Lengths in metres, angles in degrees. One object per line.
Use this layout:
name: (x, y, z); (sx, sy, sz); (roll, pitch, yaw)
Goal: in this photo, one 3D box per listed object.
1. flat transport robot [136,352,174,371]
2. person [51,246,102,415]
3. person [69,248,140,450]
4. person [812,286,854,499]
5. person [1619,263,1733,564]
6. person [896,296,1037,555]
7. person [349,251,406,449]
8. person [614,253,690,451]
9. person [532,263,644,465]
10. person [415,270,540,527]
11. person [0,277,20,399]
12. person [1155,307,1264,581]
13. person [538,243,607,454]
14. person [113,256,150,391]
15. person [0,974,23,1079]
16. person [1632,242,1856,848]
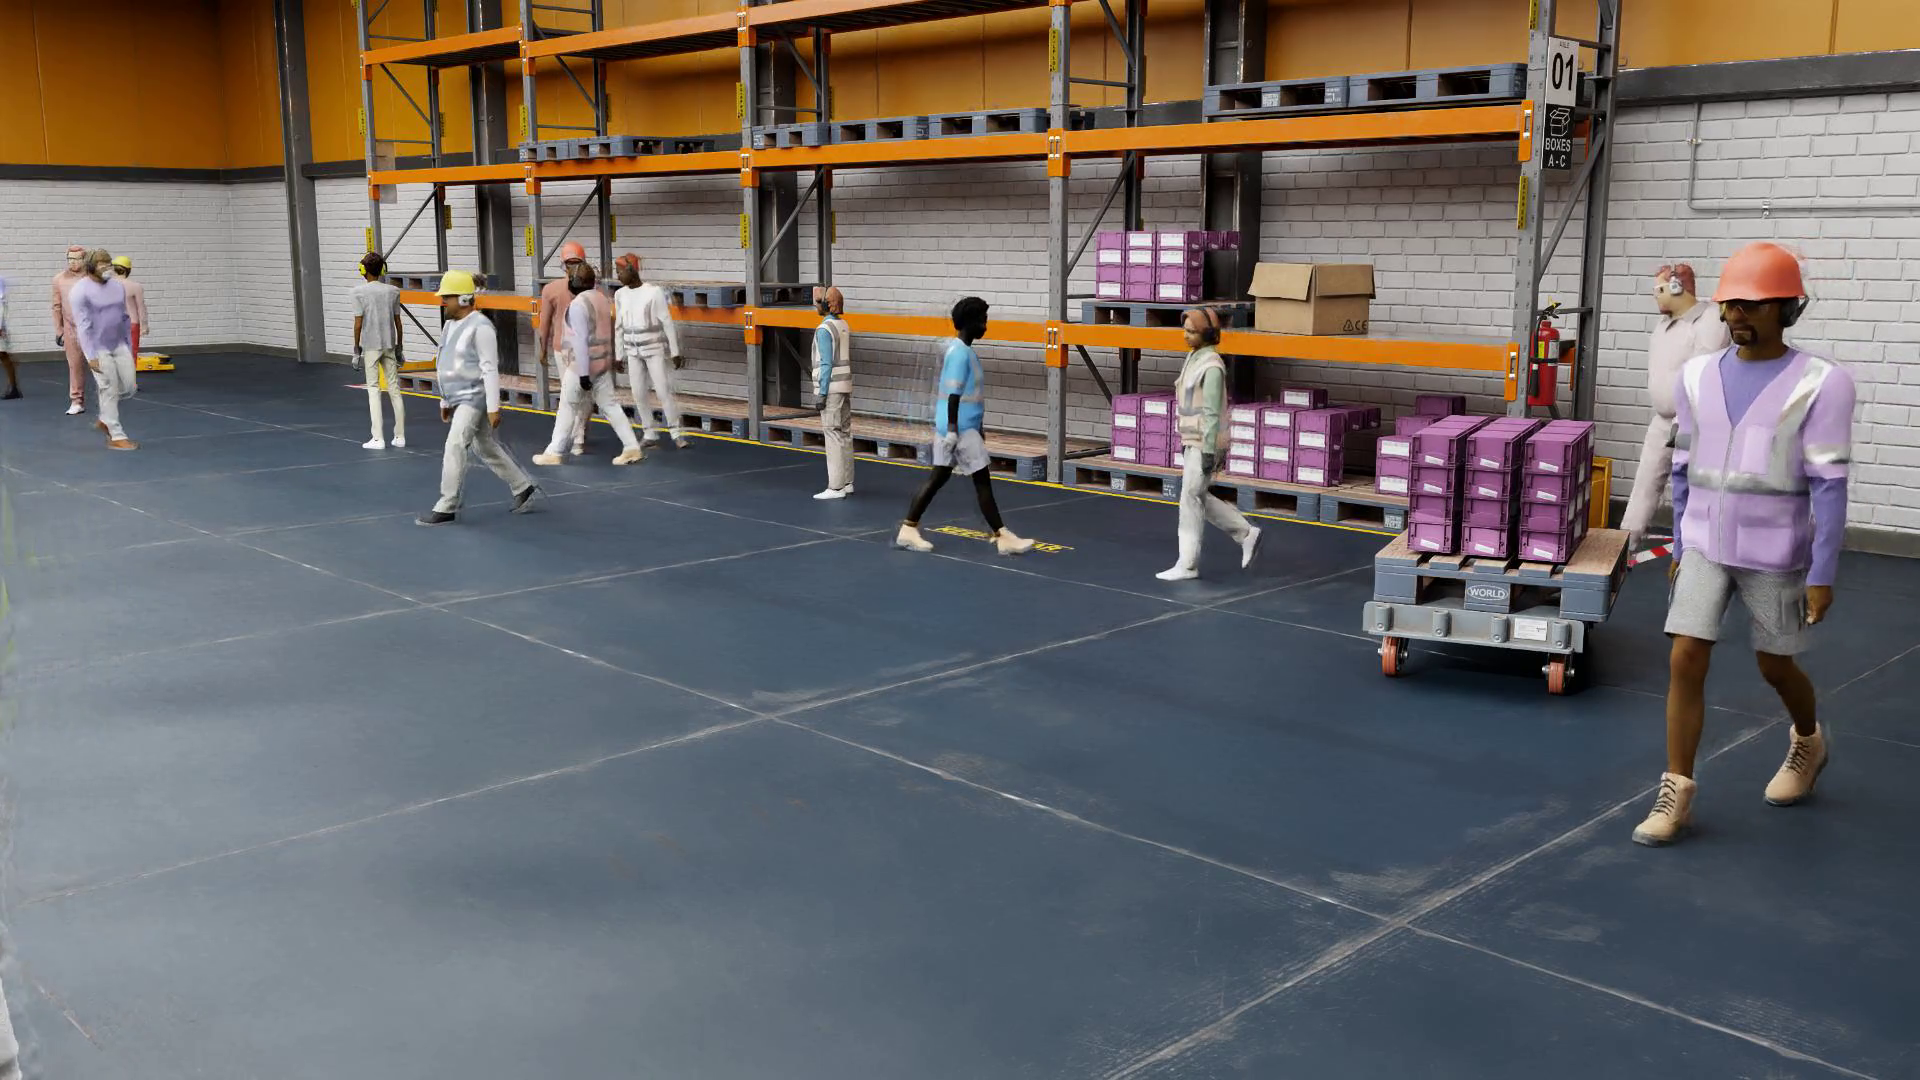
flat transport robot: (-12.372, -2.693, 25.060); (0.652, 0.197, 1.431); (-8, 13, -37)
person: (-9.905, -2.365, 18.814); (0.651, 1.904, 0.403); (-2, 11, -13)
person: (-8.035, -1.770, 15.586); (0.510, 1.908, 0.667); (4, 11, 19)
person: (-0.981, -1.129, 12.798); (0.311, 1.638, 0.522); (3, 11, 14)
person: (4.213, -0.691, 9.816); (0.955, 1.842, 0.663); (-3, 11, -15)
person: (0.004, -0.719, 10.549); (0.911, 1.639, 0.536); (0, 10, 2)
person: (-5.536, -1.795, 15.800); (0.330, 1.872, 0.512); (10, 14, 44)
person: (-2.913, -1.748, 15.614); (0.691, 1.845, 0.437); (5, 11, 25)
person: (-3.268, -1.535, 14.623); (0.992, 1.795, 0.626); (3, 11, 17)
person: (-3.435, -1.017, 11.799); (0.935, 1.791, 0.595); (-8, 13, -38)
person: (-11.891, -2.620, 20.246); (0.559, 1.884, 0.974); (1, 10, 3)
person: (1.474, -0.552, 9.698); (0.576, 1.614, 0.536); (-1, 10, -3)
person: (-3.644, -1.807, 15.669); (0.610, 1.938, 1.026); (-5, 11, -25)
person: (-10.813, -2.795, 21.571); (0.525, 1.755, 0.404); (0, 10, 1)
person: (-2.486, 0.469, 3.590); (0.774, 1.814, 0.643); (-4, 11, -23)
person: (2.706, 0.002, 5.638); (0.985, 2.011, 0.618); (-8, 13, -37)
